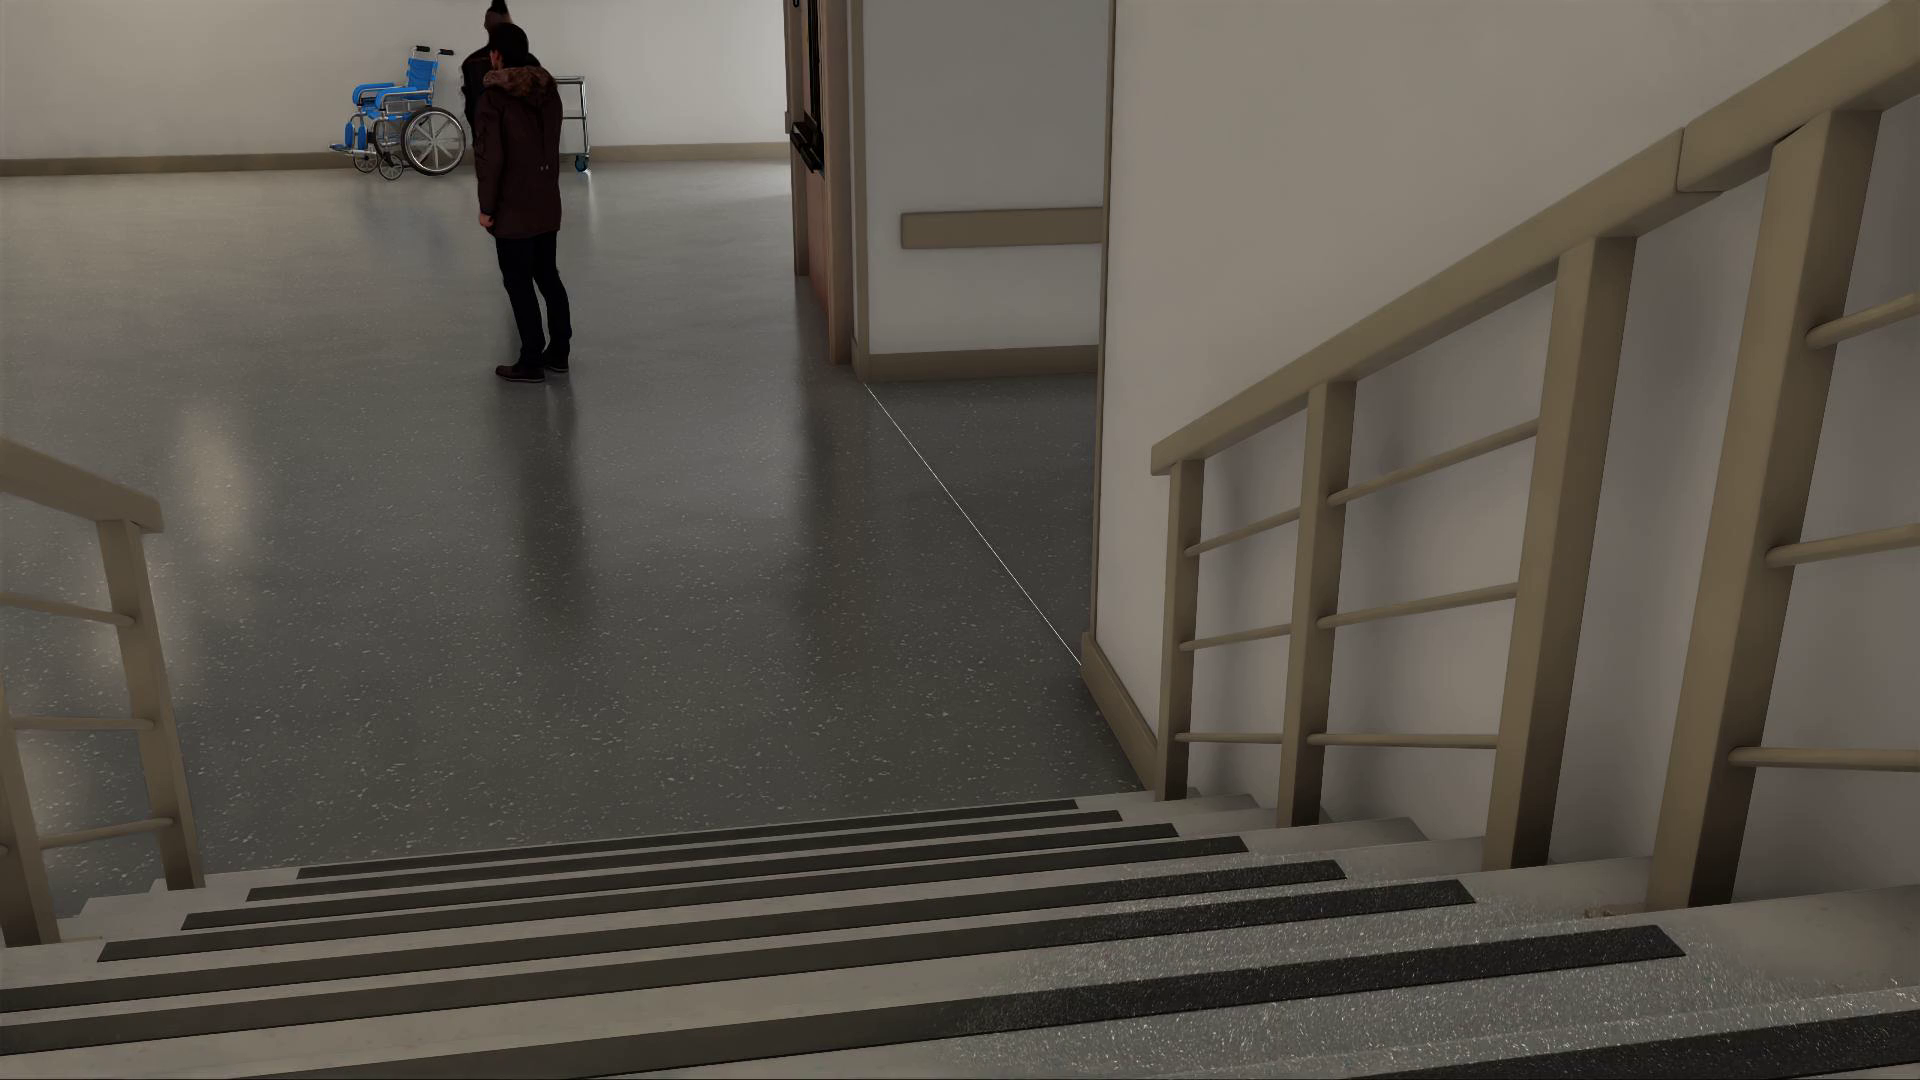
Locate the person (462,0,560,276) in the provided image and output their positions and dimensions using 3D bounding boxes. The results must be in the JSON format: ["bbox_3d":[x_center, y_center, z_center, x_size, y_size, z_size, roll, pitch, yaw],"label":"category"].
[{"bbox_3d":[-3.021,-2.685,11.167,0.853,1.862,0.785,4,21,10],"label":"person"}]

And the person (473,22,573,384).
[{"bbox_3d":[-2.297,-1.771,8.774,0.935,1.848,0.840,10,23,24],"label":"person"}]
